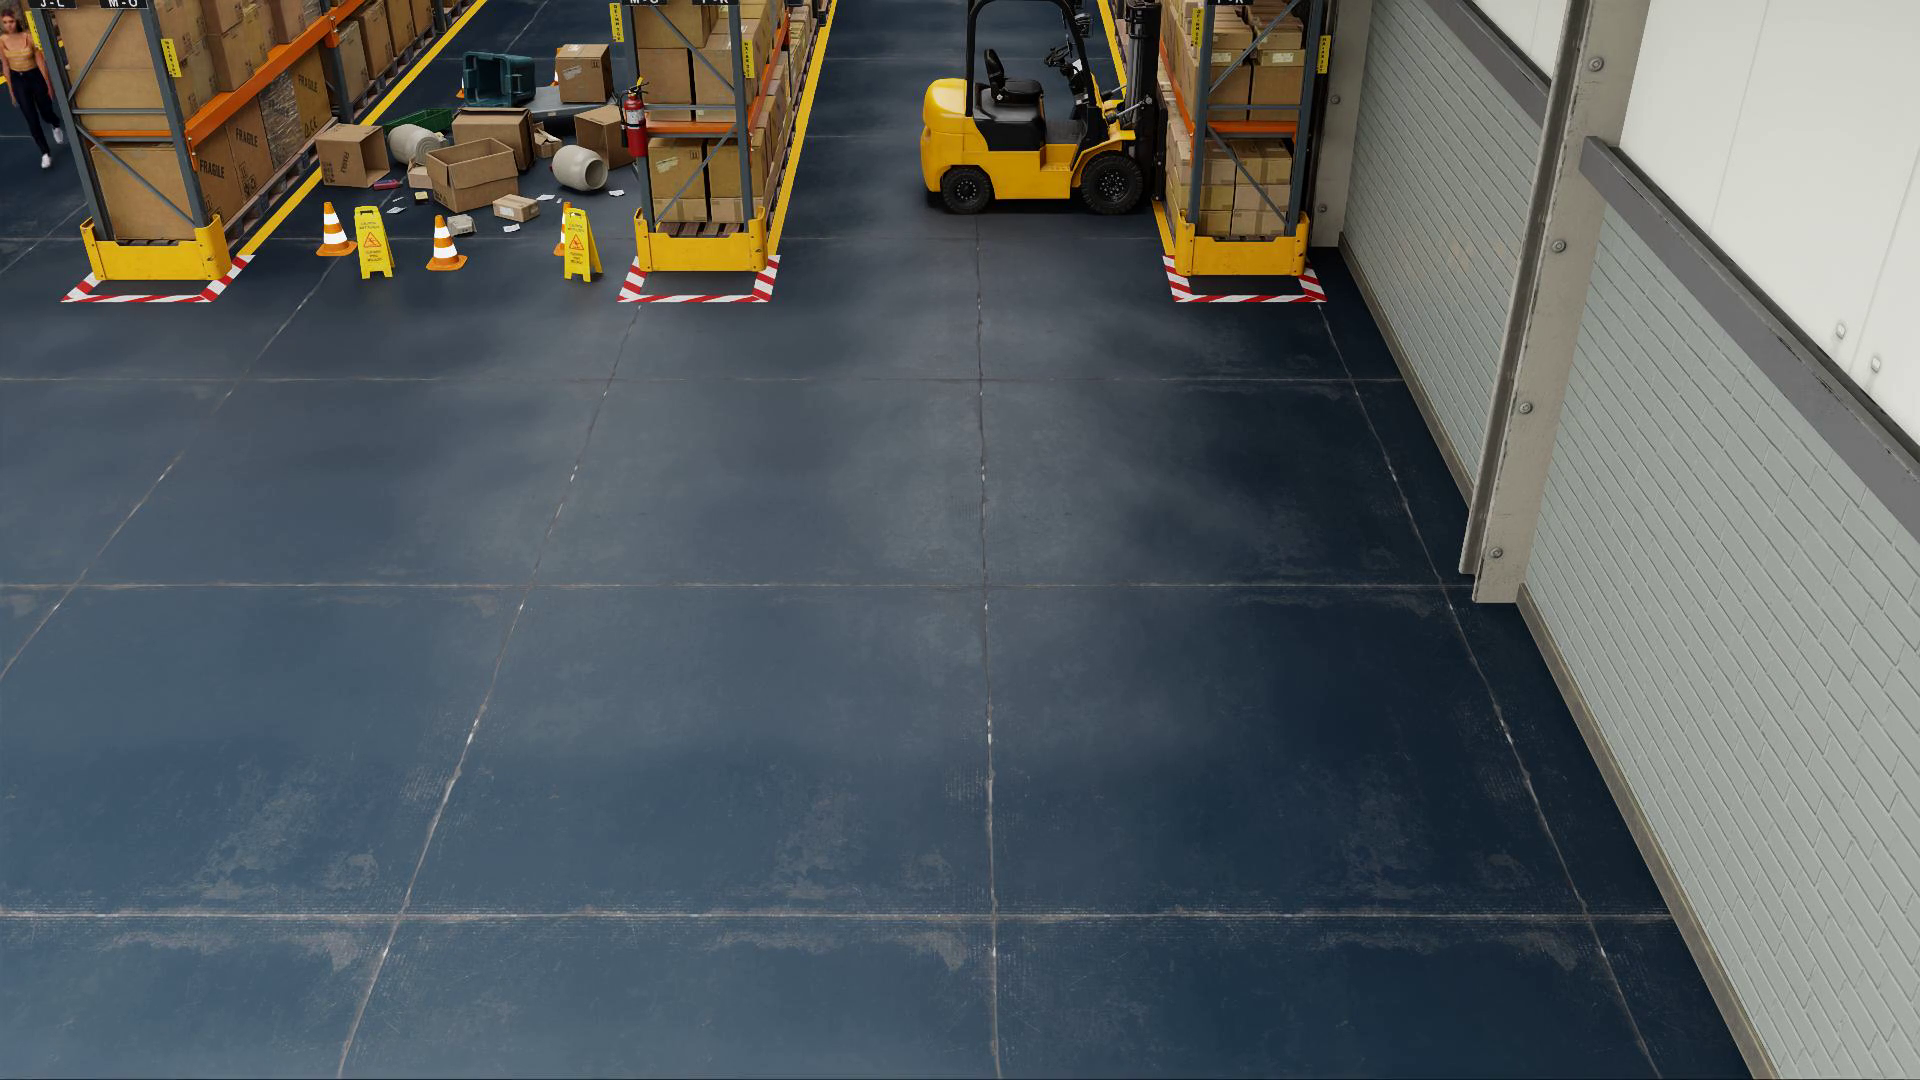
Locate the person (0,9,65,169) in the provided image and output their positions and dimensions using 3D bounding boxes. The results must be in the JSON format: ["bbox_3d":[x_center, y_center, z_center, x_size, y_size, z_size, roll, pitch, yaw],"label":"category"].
[{"bbox_3d":[-9.739,-4.765,17.450,0.725,1.610,0.976,-8,33,-13],"label":"person"}]
